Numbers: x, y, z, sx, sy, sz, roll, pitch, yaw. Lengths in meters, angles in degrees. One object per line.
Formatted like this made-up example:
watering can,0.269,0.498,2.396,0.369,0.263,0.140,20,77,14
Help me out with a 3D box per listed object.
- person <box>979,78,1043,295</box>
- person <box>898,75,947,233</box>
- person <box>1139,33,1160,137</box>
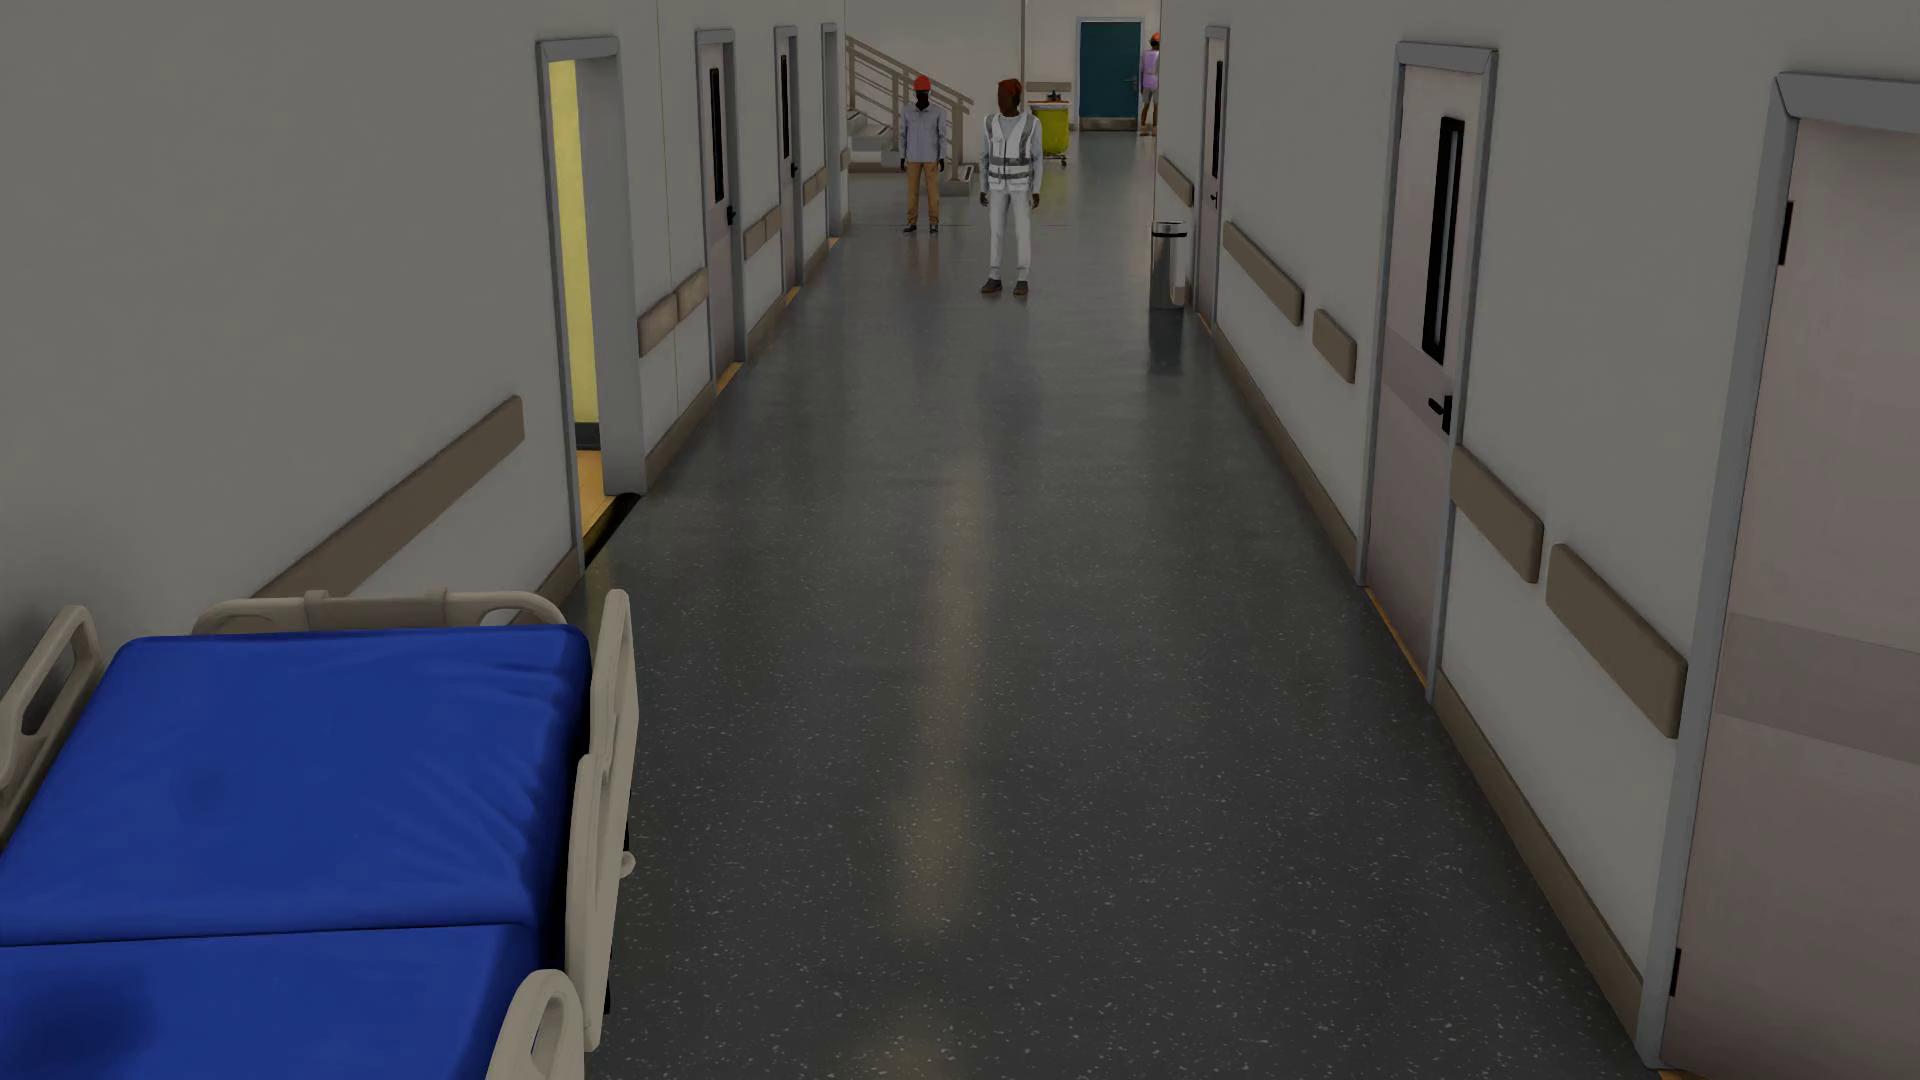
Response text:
person,0.445,-3.130,14.786,0.577,1.882,0.349,7,19,21
person,-0.428,-4.372,18.893,0.566,1.755,0.321,4,18,11
person,3.911,-9.177,33.563,0.616,2.028,0.409,14,22,37
